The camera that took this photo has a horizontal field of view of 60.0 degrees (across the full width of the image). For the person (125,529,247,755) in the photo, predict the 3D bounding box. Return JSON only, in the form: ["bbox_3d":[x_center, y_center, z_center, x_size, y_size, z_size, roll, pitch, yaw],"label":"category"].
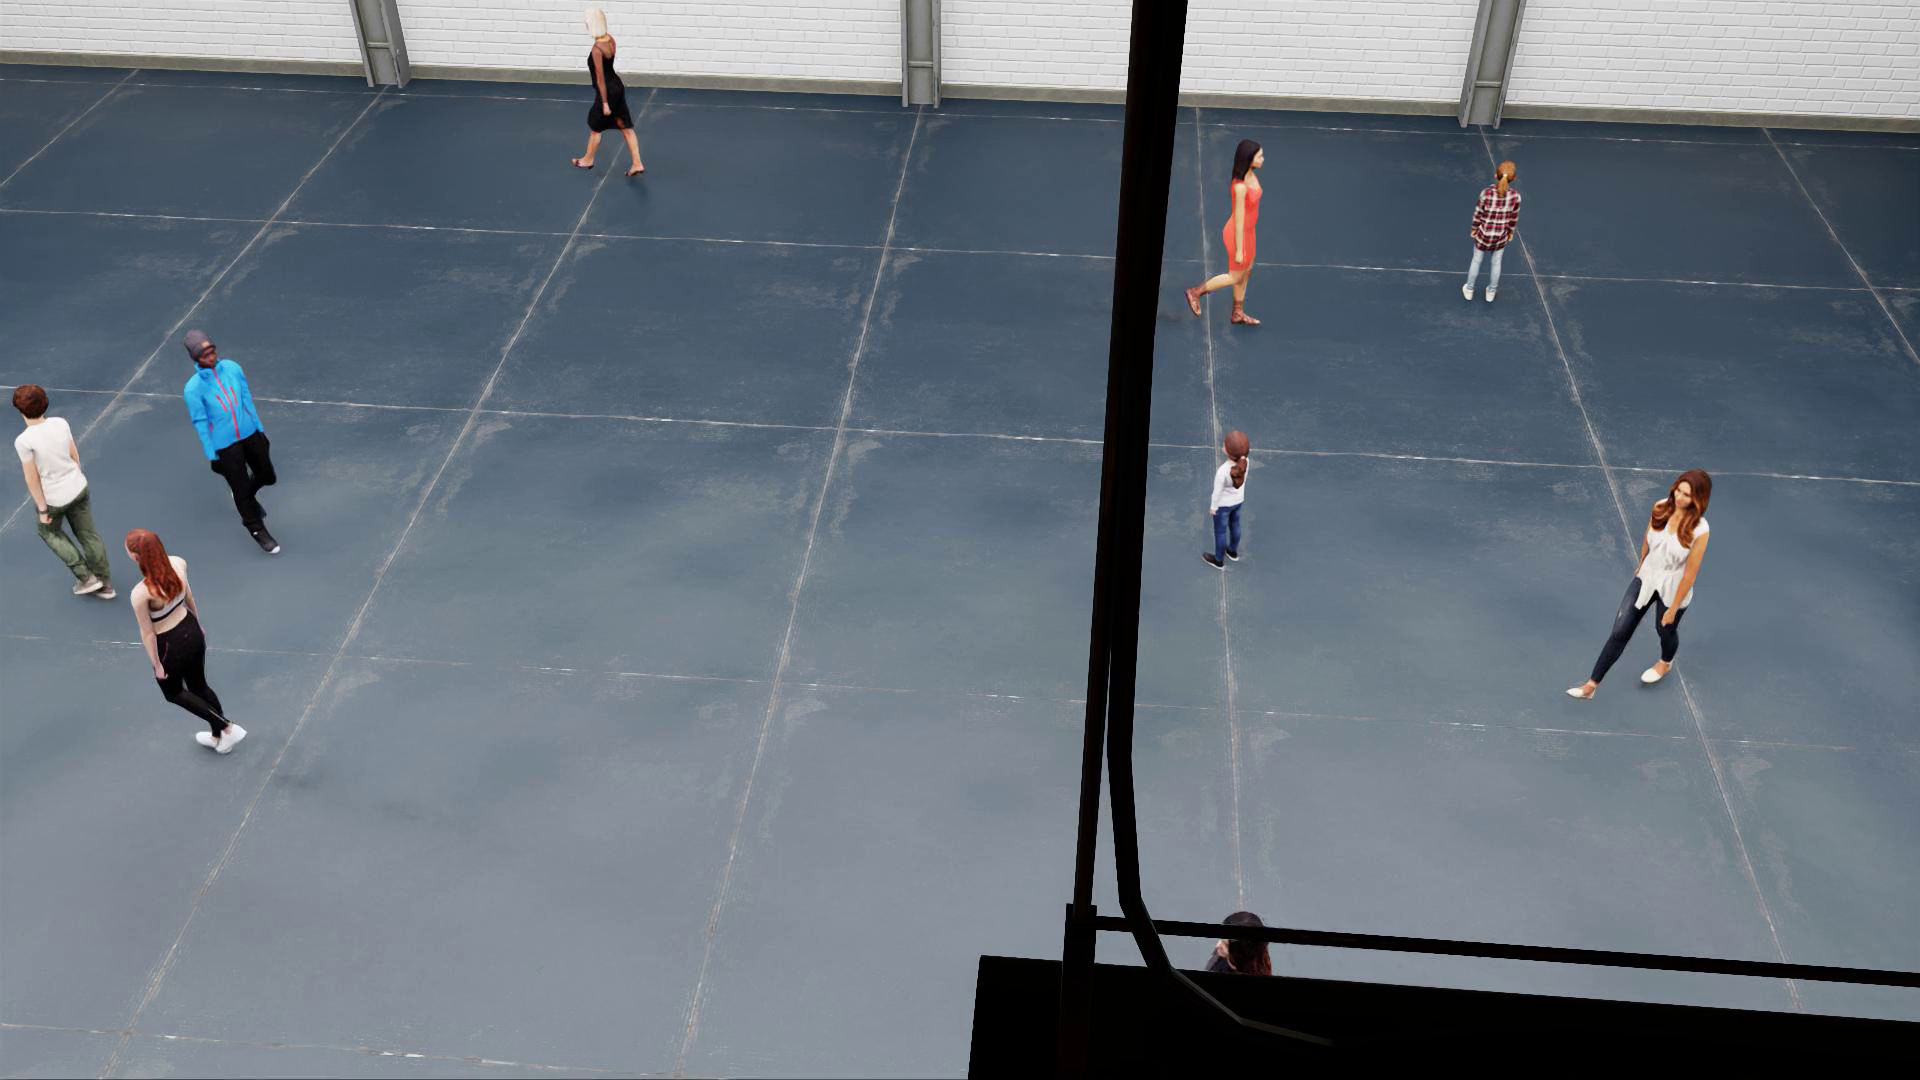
[{"bbox_3d":[-4.618,0.665,9.998,0.768,1.732,0.692,13,41,16],"label":"person"}]

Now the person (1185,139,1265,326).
[{"bbox_3d":[2.284,-2.566,14.065,0.944,1.706,0.696,10,40,12],"label":"person"}]

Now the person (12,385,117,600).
[{"bbox_3d":[-6.002,-0.278,11.255,0.730,1.636,0.704,15,41,18],"label":"person"}]

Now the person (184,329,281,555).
[{"bbox_3d":[-5.162,-0.727,11.699,0.918,1.784,0.820,23,44,26],"label":"person"}]

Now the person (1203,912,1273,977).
[{"bbox_3d":[1.337,2.348,7.980,0.915,1.621,0.803,-7,39,-9],"label":"person"}]

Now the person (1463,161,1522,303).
[{"bbox_3d":[4.665,-2.699,14.553,0.458,1.303,0.601,6,39,8],"label":"person"}]

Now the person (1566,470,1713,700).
[{"bbox_3d":[4.485,0.288,10.466,1.196,1.737,1.047,-21,43,-24],"label":"person"}]

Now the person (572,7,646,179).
[{"bbox_3d":[-3.346,-4.319,16.262,1.054,1.704,0.744,10,40,13],"label":"person"}]

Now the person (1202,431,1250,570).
[{"bbox_3d":[1.899,-0.295,11.698,0.527,1.110,0.588,-26,46,-29],"label":"person"}]
